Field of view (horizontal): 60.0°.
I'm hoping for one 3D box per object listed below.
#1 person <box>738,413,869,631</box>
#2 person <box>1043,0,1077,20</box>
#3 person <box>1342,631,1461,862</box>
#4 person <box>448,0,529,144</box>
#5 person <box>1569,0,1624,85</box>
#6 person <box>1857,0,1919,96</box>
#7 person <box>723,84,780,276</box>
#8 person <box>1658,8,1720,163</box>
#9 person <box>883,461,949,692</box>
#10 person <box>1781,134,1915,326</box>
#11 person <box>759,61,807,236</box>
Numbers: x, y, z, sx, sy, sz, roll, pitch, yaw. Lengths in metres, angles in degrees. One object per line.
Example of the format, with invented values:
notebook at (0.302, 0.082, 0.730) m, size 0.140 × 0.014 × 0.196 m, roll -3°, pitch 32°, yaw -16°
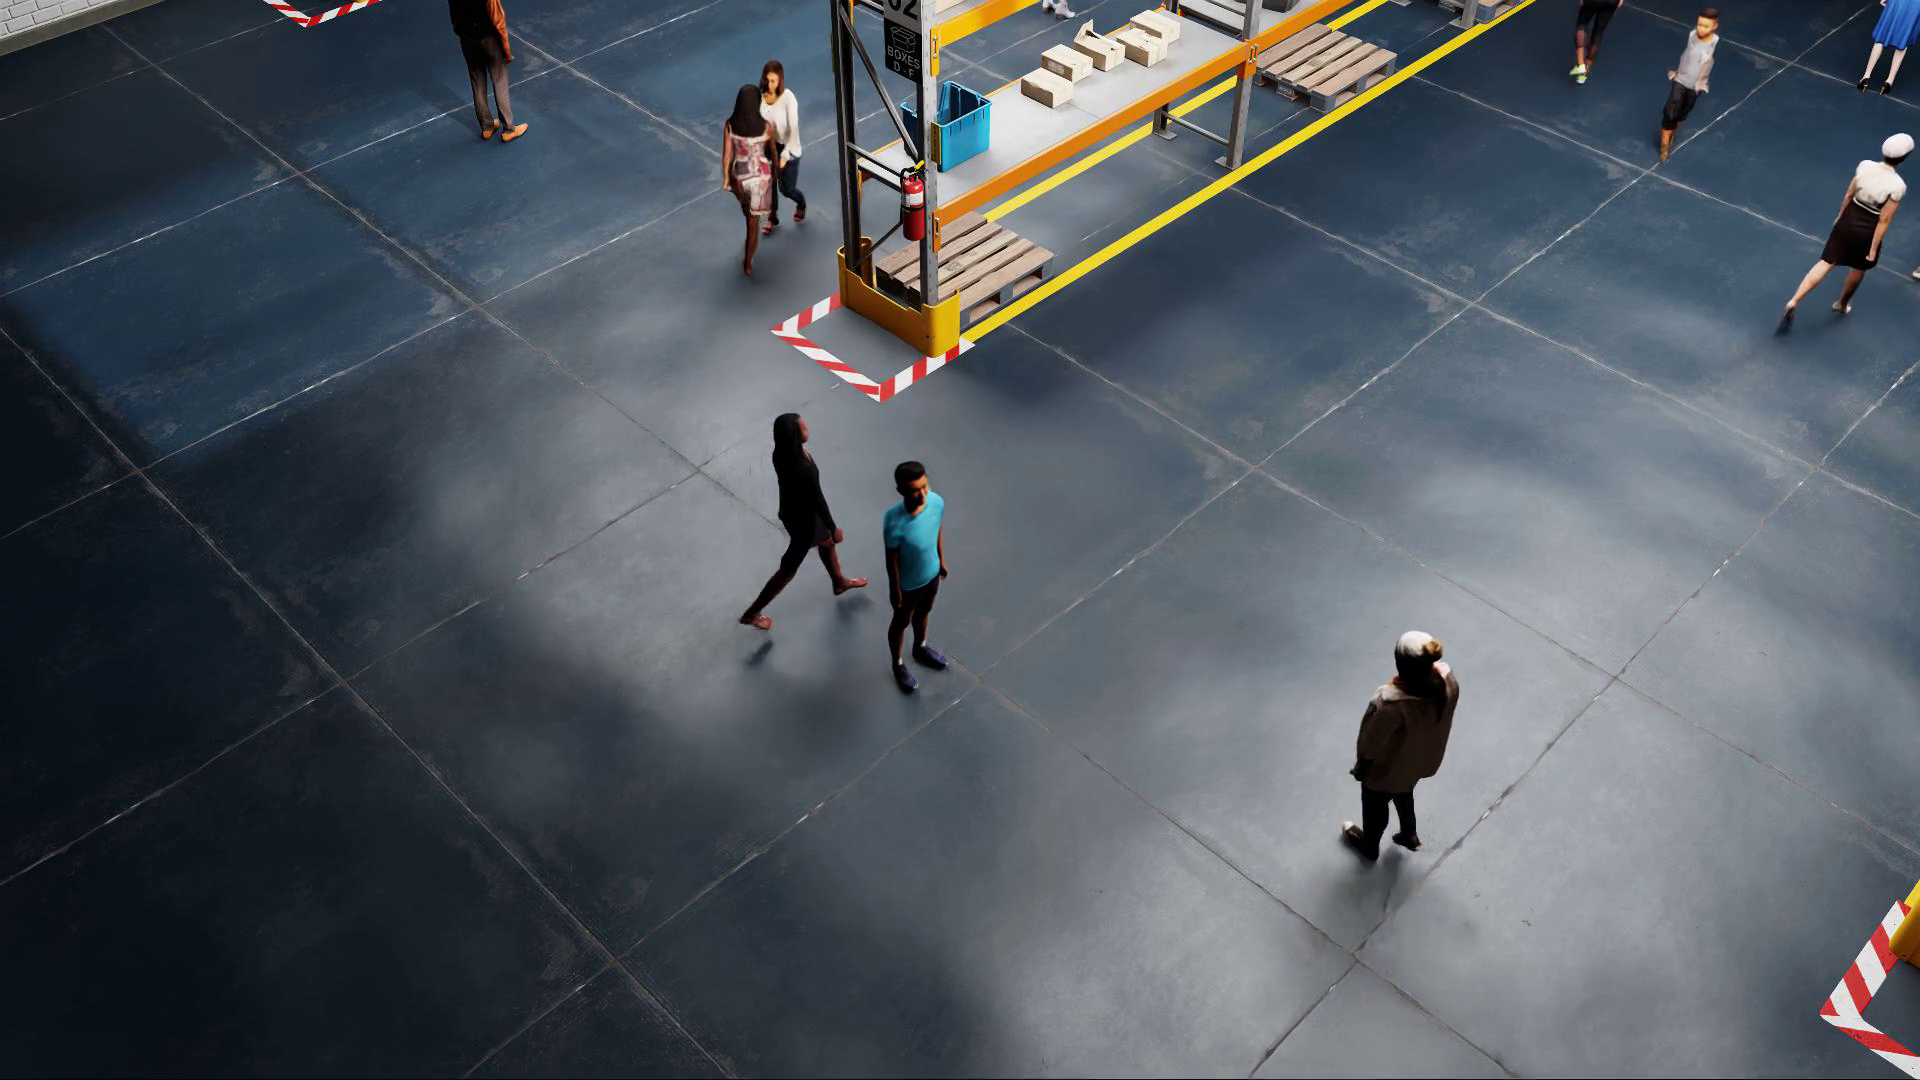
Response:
person at (-1.117, -0.085, 10.889) m, size 1.278 × 1.680 × 0.910 m, roll -18°, pitch 46°, yaw -18°
person at (1.038, -6.358, 17.367) m, size 0.558 × 1.827 × 0.626 m, roll -27°, pitch 50°, yaw -25°
person at (2.541, 1.222, 9.371) m, size 0.757 × 1.881 × 0.851 m, roll -23°, pitch 48°, yaw -22°
person at (-4.458, -4.629, 15.494) m, size 0.792 × 1.908 × 0.786 m, roll 12°, pitch 45°, yaw 12°
person at (6.300, -5.262, 16.279) m, size 0.727 × 1.741 × 0.782 m, roll 7°, pitch 44°, yaw 8°
person at (9.189, -5.200, 16.150) m, size 0.691 × 1.828 × 0.685 m, roll 18°, pitch 47°, yaw 18°
person at (-1.770, -2.990, 13.998) m, size 1.082 × 1.597 × 1.175 m, roll 1°, pitch 44°, yaw 1°
person at (6.854, -4.376, 15.572) m, size 0.739 × 1.433 × 0.918 m, roll 14°, pitch 45°, yaw 14°
person at (-0.300, 0.202, 10.518) m, size 0.443 × 1.777 × 0.664 m, roll -34°, pitch 53°, yaw -31°
person at (7.112, -2.430, 13.315) m, size 1.133 × 1.729 × 0.854 m, roll -20°, pitch 47°, yaw -20°
person at (-1.516, -3.400, 14.383) m, size 0.755 × 1.661 × 0.872 m, roll 24°, pitch 49°, yaw 23°
